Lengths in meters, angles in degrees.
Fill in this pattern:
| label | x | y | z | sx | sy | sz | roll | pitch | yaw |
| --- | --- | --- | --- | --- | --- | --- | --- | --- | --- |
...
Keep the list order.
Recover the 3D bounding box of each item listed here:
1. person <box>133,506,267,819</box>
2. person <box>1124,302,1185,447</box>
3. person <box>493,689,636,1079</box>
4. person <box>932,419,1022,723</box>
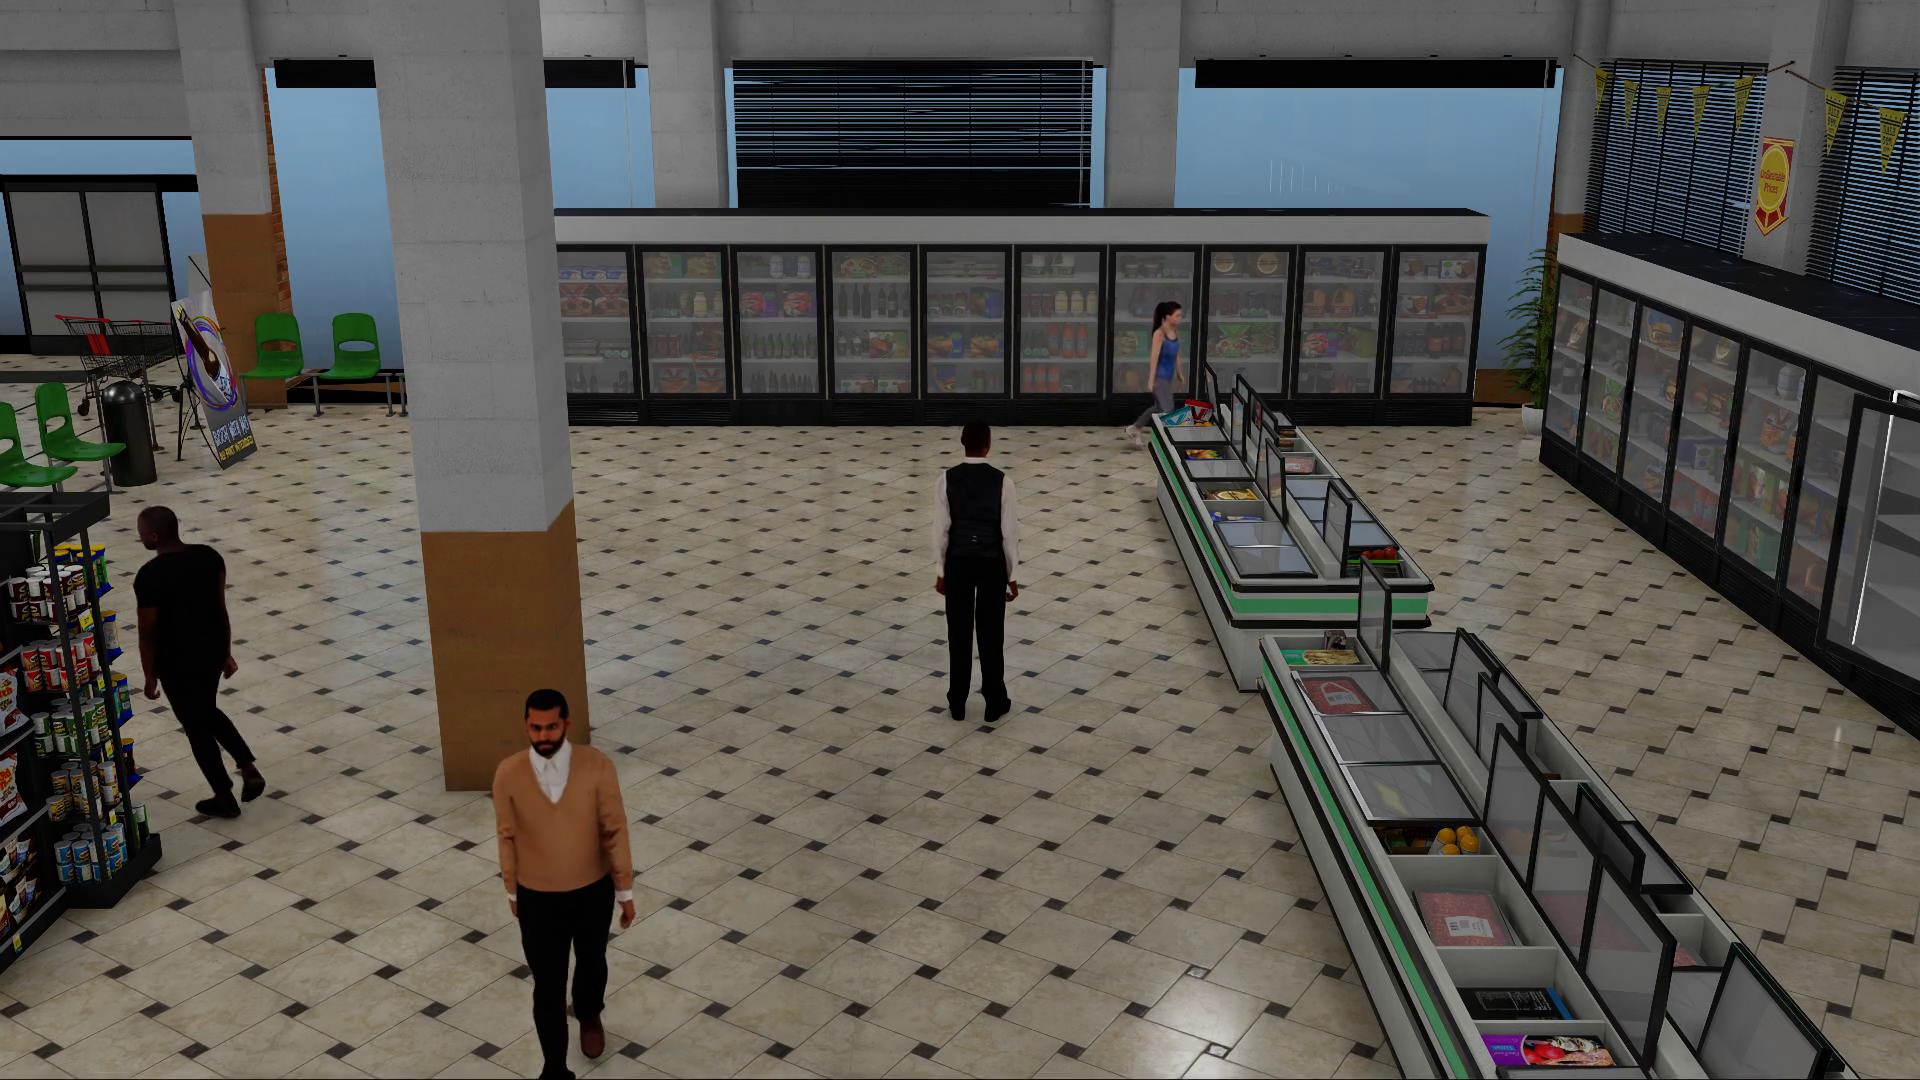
| label | x | y | z | sx | sy | sz | roll | pitch | yaw |
| --- | --- | --- | --- | --- | --- | --- | --- | --- | --- |
| person | -4.050 | 0.700 | 8.897 | 0.894 | 1.797 | 0.841 | 9 | 19 | 27 |
| person | 2.010 | -1.642 | 16.973 | 0.952 | 1.586 | 1.002 | 9 | 19 | 28 |
| person | -1.586 | 1.397 | 6.751 | 0.848 | 1.710 | 1.199 | -4 | 17 | -13 |
| person | 0.095 | 0.191 | 10.365 | 0.727 | 1.918 | 0.616 | 2 | 17 | 8 |
